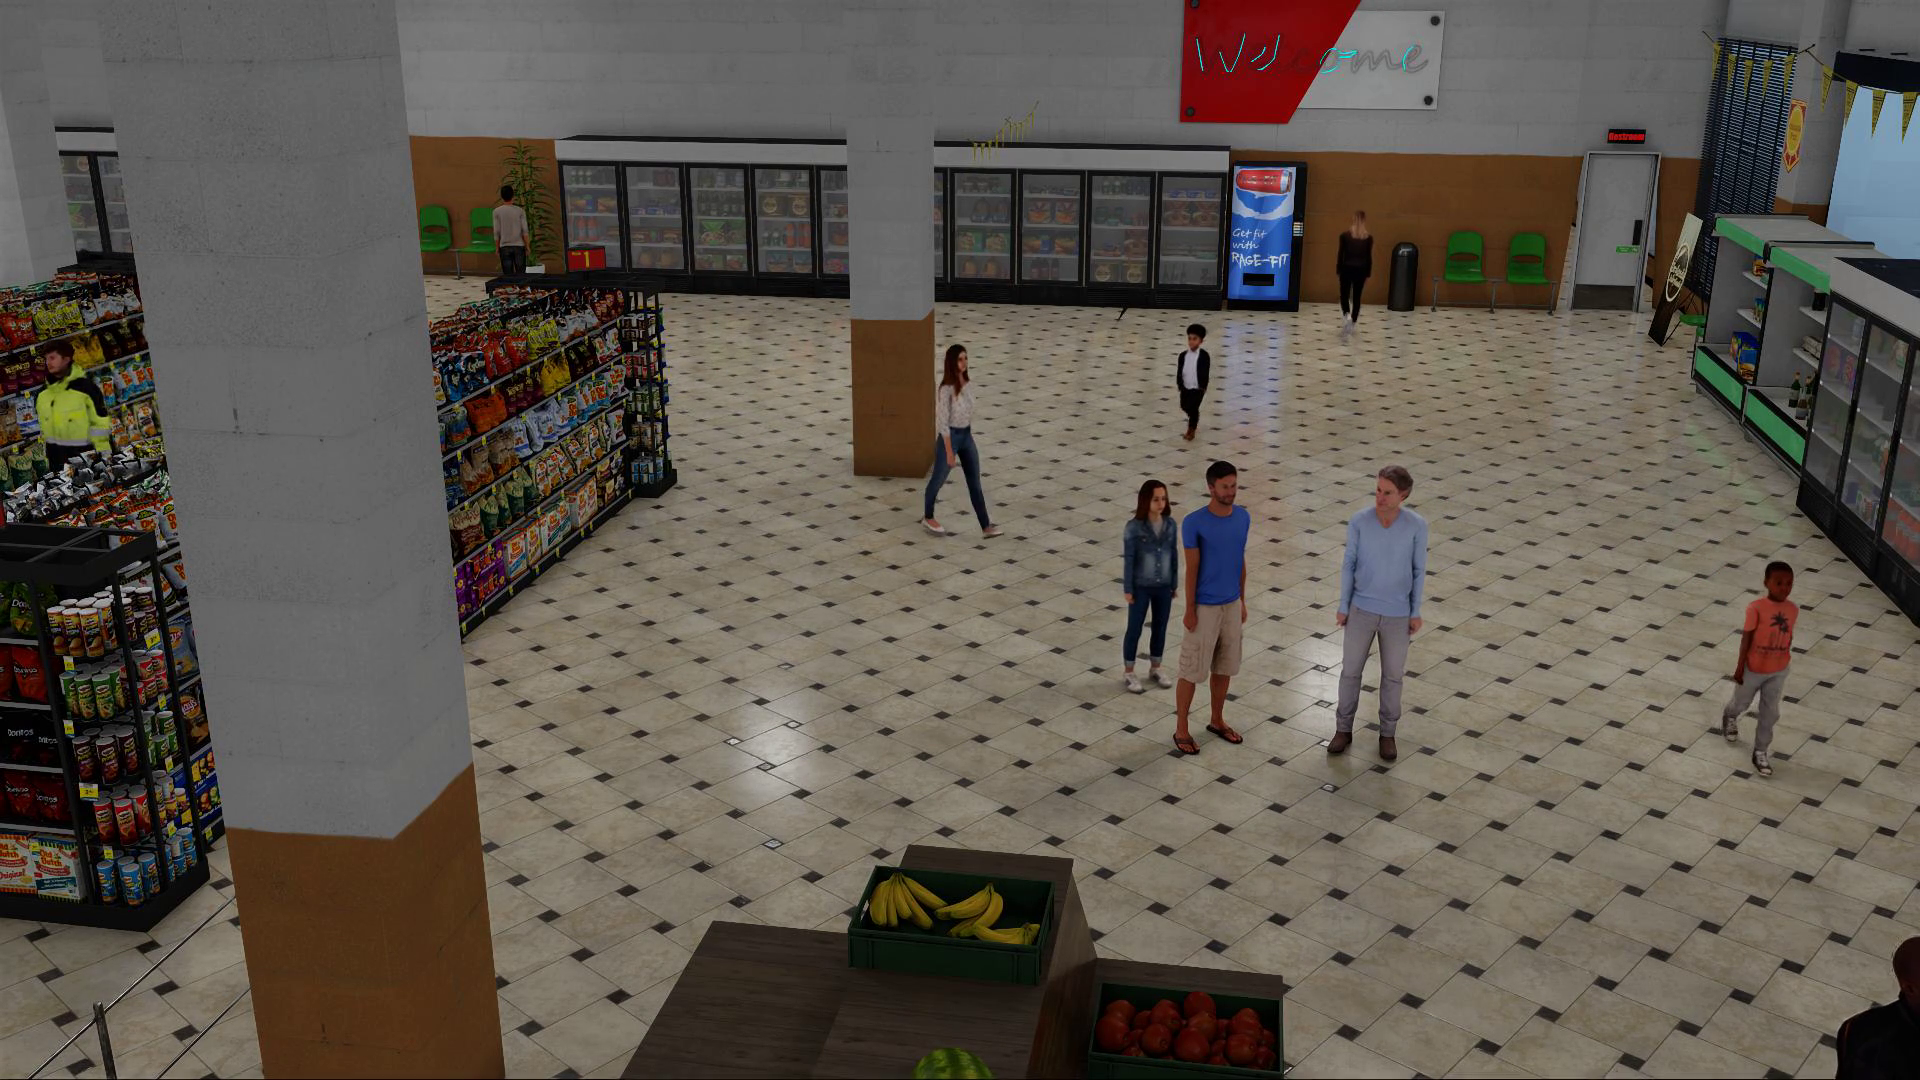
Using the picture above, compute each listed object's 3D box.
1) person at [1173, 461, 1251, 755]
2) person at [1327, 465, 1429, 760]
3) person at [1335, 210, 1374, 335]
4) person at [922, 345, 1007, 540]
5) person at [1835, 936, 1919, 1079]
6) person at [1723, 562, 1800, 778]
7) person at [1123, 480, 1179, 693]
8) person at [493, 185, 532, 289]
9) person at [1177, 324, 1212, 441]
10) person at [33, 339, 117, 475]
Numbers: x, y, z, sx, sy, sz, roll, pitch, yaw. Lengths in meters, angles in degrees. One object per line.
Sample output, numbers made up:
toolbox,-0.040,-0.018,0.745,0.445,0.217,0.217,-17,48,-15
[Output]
person,1.585,0.393,10.414,0.731,1.862,0.756,-9,21,-25
person,2.586,0.436,10.248,0.688,1.889,0.584,5,19,15
person,5.313,-3.587,22.494,0.624,1.686,0.927,3,19,9
person,-0.114,-0.826,14.316,1.127,1.680,1.082,-18,25,-42
person,3.004,2.092,5.435,0.786,1.824,0.846,-13,22,-33
person,4.922,0.747,10.259,0.507,1.291,0.868,2,19,6
person,1.289,0.300,11.298,0.630,1.474,0.640,-7,20,-19
person,-6.547,-4.267,24.315,0.715,1.811,0.669,-3,19,-10
person,2.489,-1.681,17.576,0.626,1.216,0.756,10,21,28
person,-7.000,-0.651,13.348,0.785,1.967,0.931,2,19,7
